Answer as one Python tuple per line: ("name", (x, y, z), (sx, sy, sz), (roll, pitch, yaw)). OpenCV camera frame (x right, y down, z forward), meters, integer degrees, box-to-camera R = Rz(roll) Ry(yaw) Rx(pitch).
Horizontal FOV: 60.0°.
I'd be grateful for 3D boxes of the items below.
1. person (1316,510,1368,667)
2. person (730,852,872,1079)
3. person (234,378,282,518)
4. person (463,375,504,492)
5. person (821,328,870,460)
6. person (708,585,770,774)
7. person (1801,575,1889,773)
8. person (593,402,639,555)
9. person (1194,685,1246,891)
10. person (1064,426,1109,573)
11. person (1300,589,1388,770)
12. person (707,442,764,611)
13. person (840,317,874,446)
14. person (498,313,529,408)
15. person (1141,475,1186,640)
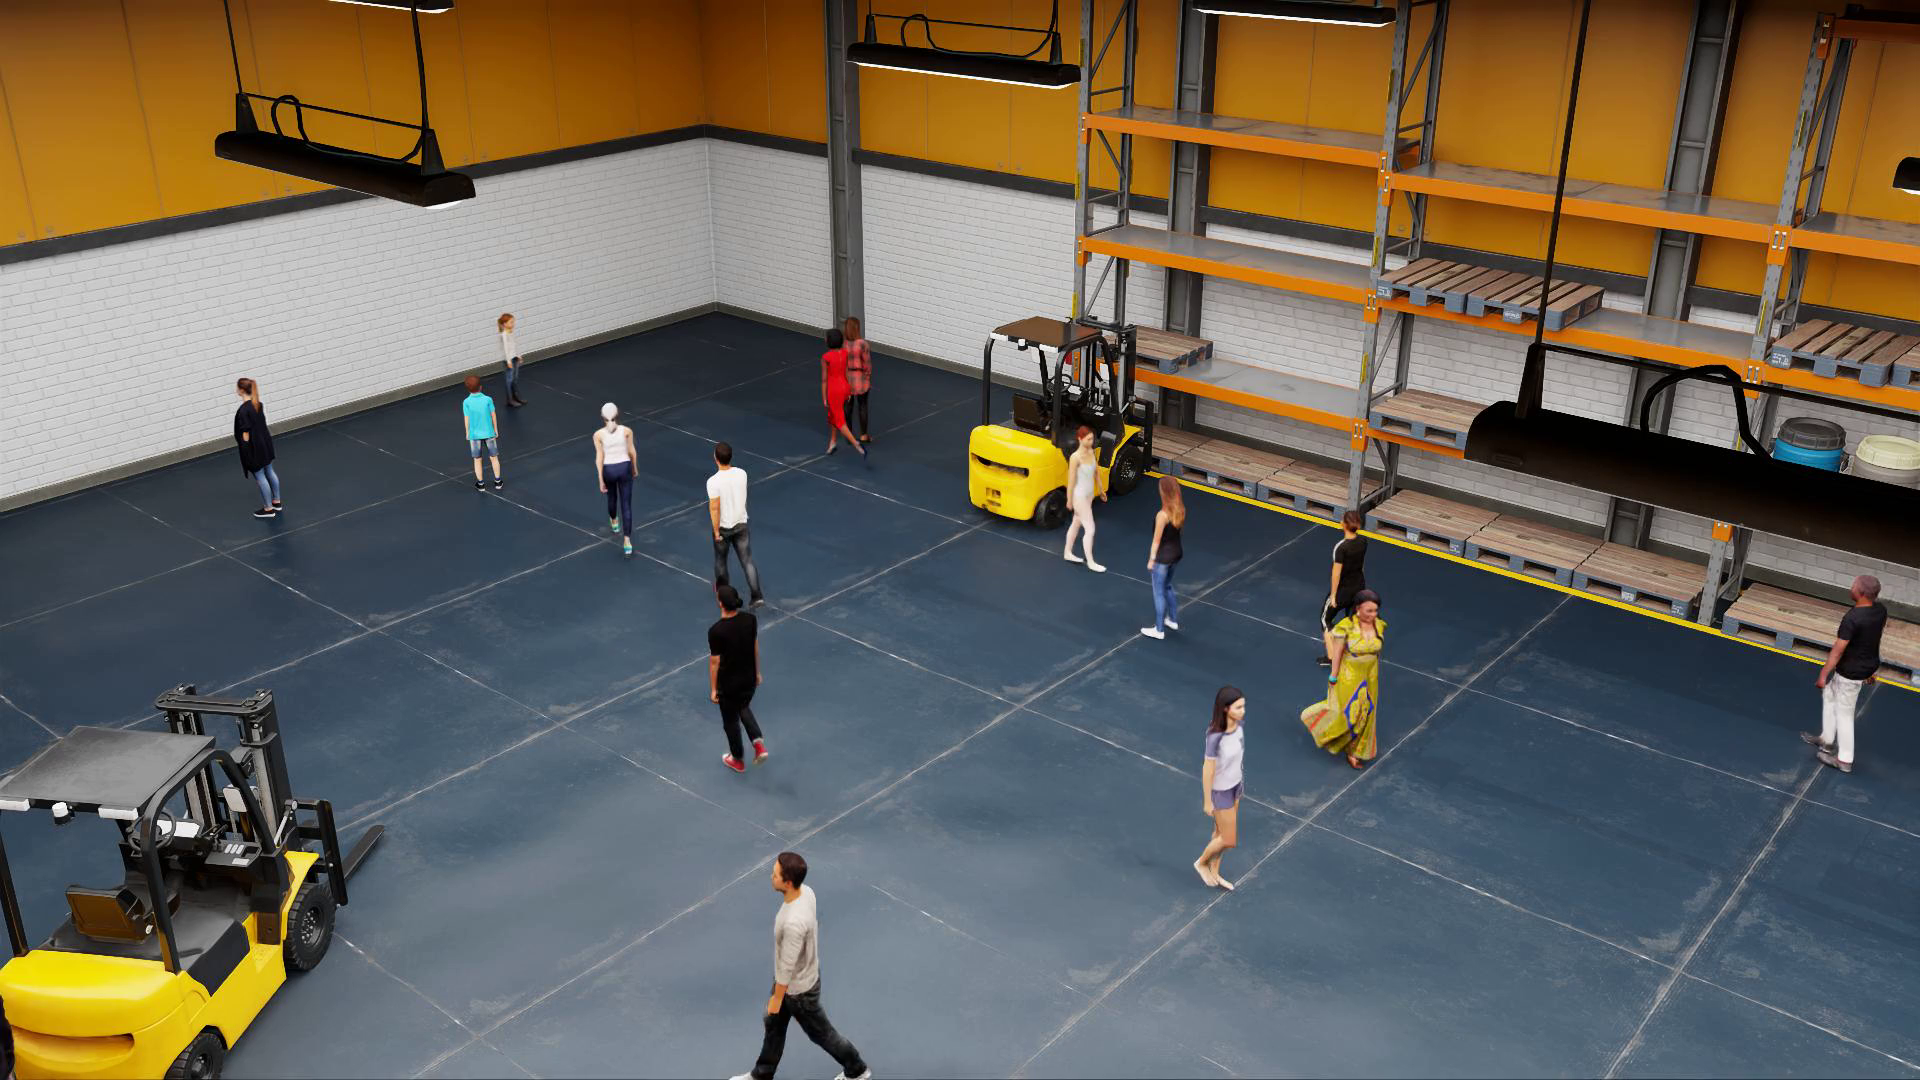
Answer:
("person", (3.715, 0.527, 15.717), (0.705, 1.653, 0.746), (-10, 26, -22))
("person", (-0.921, 2.766, 10.441), (1.180, 1.778, 1.161), (-3, 24, -7))
("person", (-8.189, -1.091, 19.382), (0.726, 1.683, 0.719), (4, 24, 10))
("person", (-5.806, -1.312, 20.180), (0.589, 1.448, 0.603), (-9, 25, -20))
("person", (-1.481, -1.779, 20.918), (1.064, 1.713, 0.602), (20, 31, 38))
("person", (-1.842, 1.213, 14.033), (0.690, 1.747, 0.791), (-20, 31, -38))
("person", (7.638, 1.162, 14.098), (0.834, 1.786, 0.910), (-14, 27, -29))
("person", (-3.771, -0.647, 18.415), (1.106, 1.644, 1.274), (-5, 24, -12))
("person", (1.916, 1.862, 12.574), (0.590, 1.726, 0.605), (17, 29, 34))
("person", (1.249, -0.479, 18.059), (0.844, 1.622, 0.633), (13, 27, 28))
("person", (3.352, 1.146, 14.314), (0.944, 1.643, 1.059), (-10, 26, -22))
("person", (-2.294, -0.119, 17.043), (0.851, 1.776, 1.209), (-15, 28, -31))
("person", (-1.363, -2.063, 21.584), (0.590, 1.700, 0.731), (9, 25, 20))
("person", (-6.245, -2.503, 23.071), (0.603, 1.315, 0.556), (6, 24, 13))
("person", (2.044, 0.180, 16.428), (0.540, 1.721, 0.609), (18, 30, 36))
